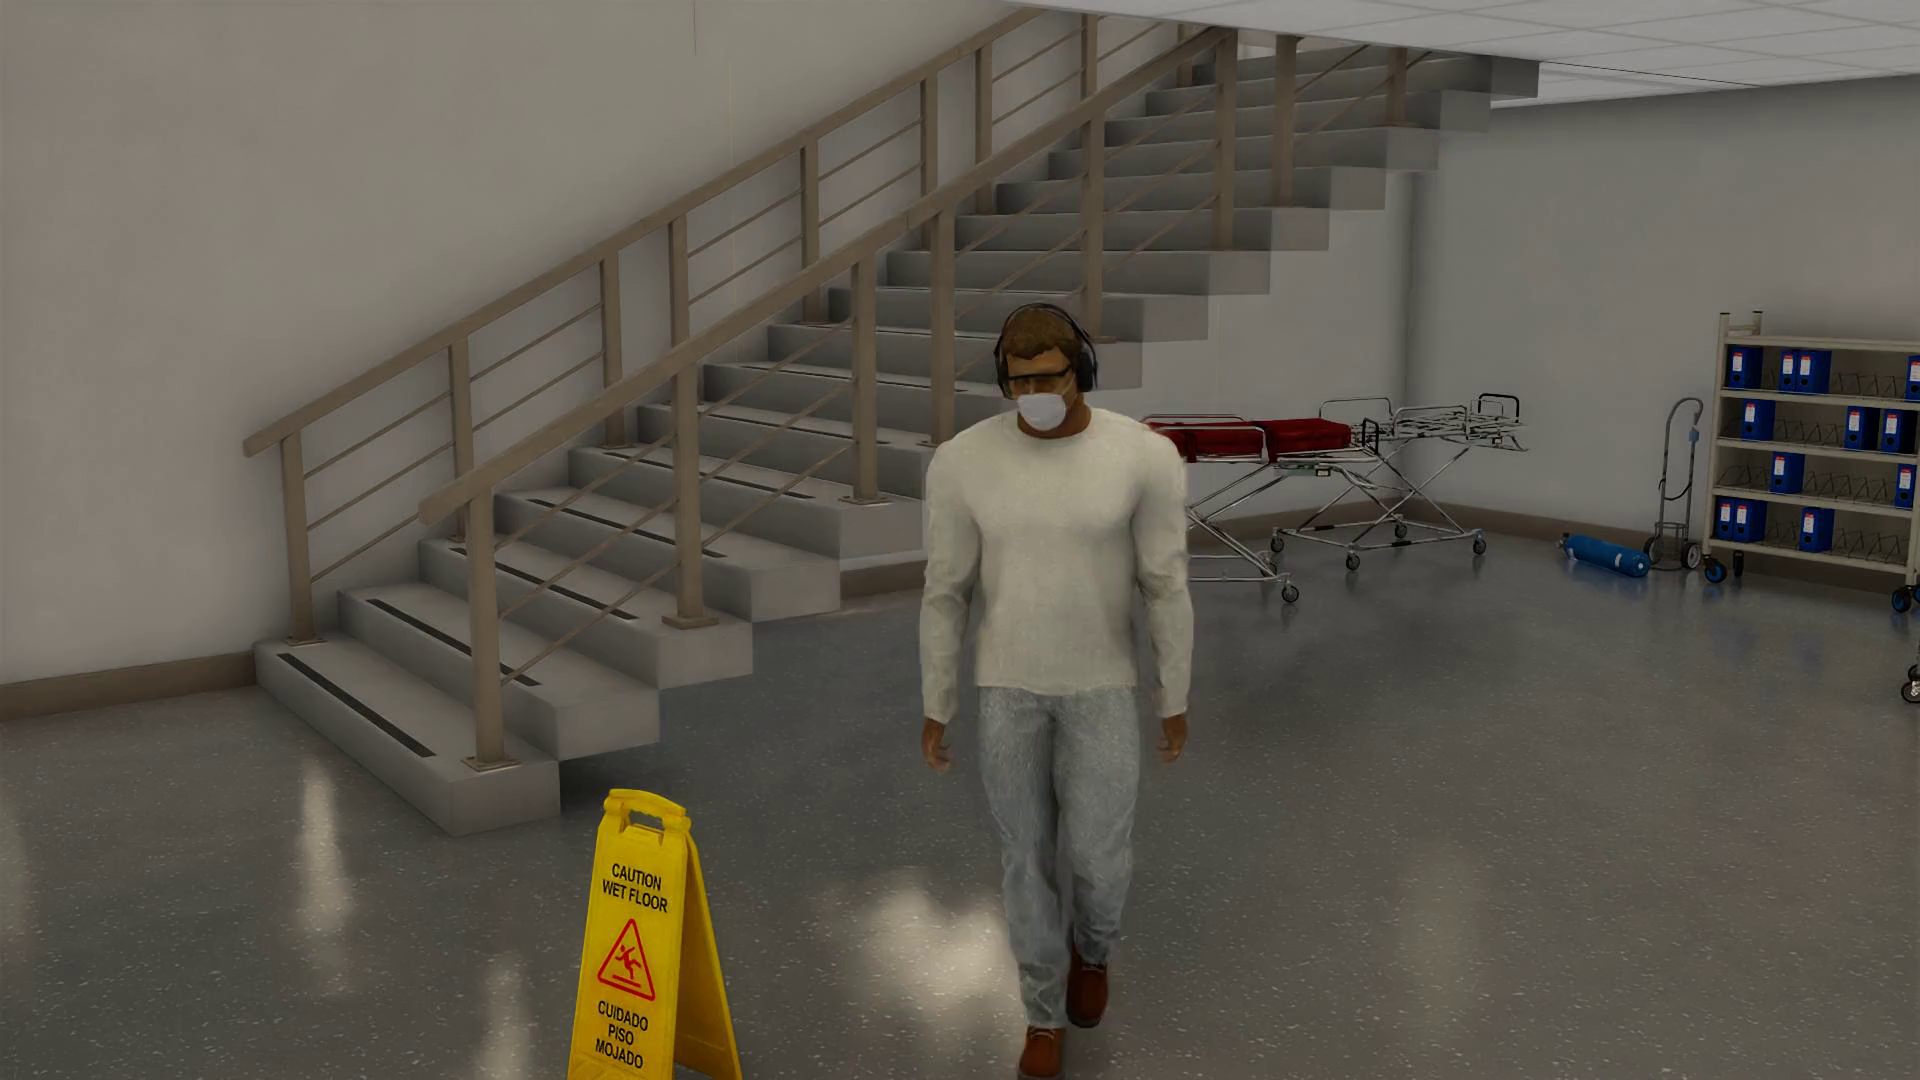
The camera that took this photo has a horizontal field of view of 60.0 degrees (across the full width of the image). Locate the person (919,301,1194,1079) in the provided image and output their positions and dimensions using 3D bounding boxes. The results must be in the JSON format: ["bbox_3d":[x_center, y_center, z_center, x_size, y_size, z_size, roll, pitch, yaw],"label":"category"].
[{"bbox_3d":[0.235,0.374,4.064,0.654,1.916,0.439,2,10,10],"label":"person"}]
